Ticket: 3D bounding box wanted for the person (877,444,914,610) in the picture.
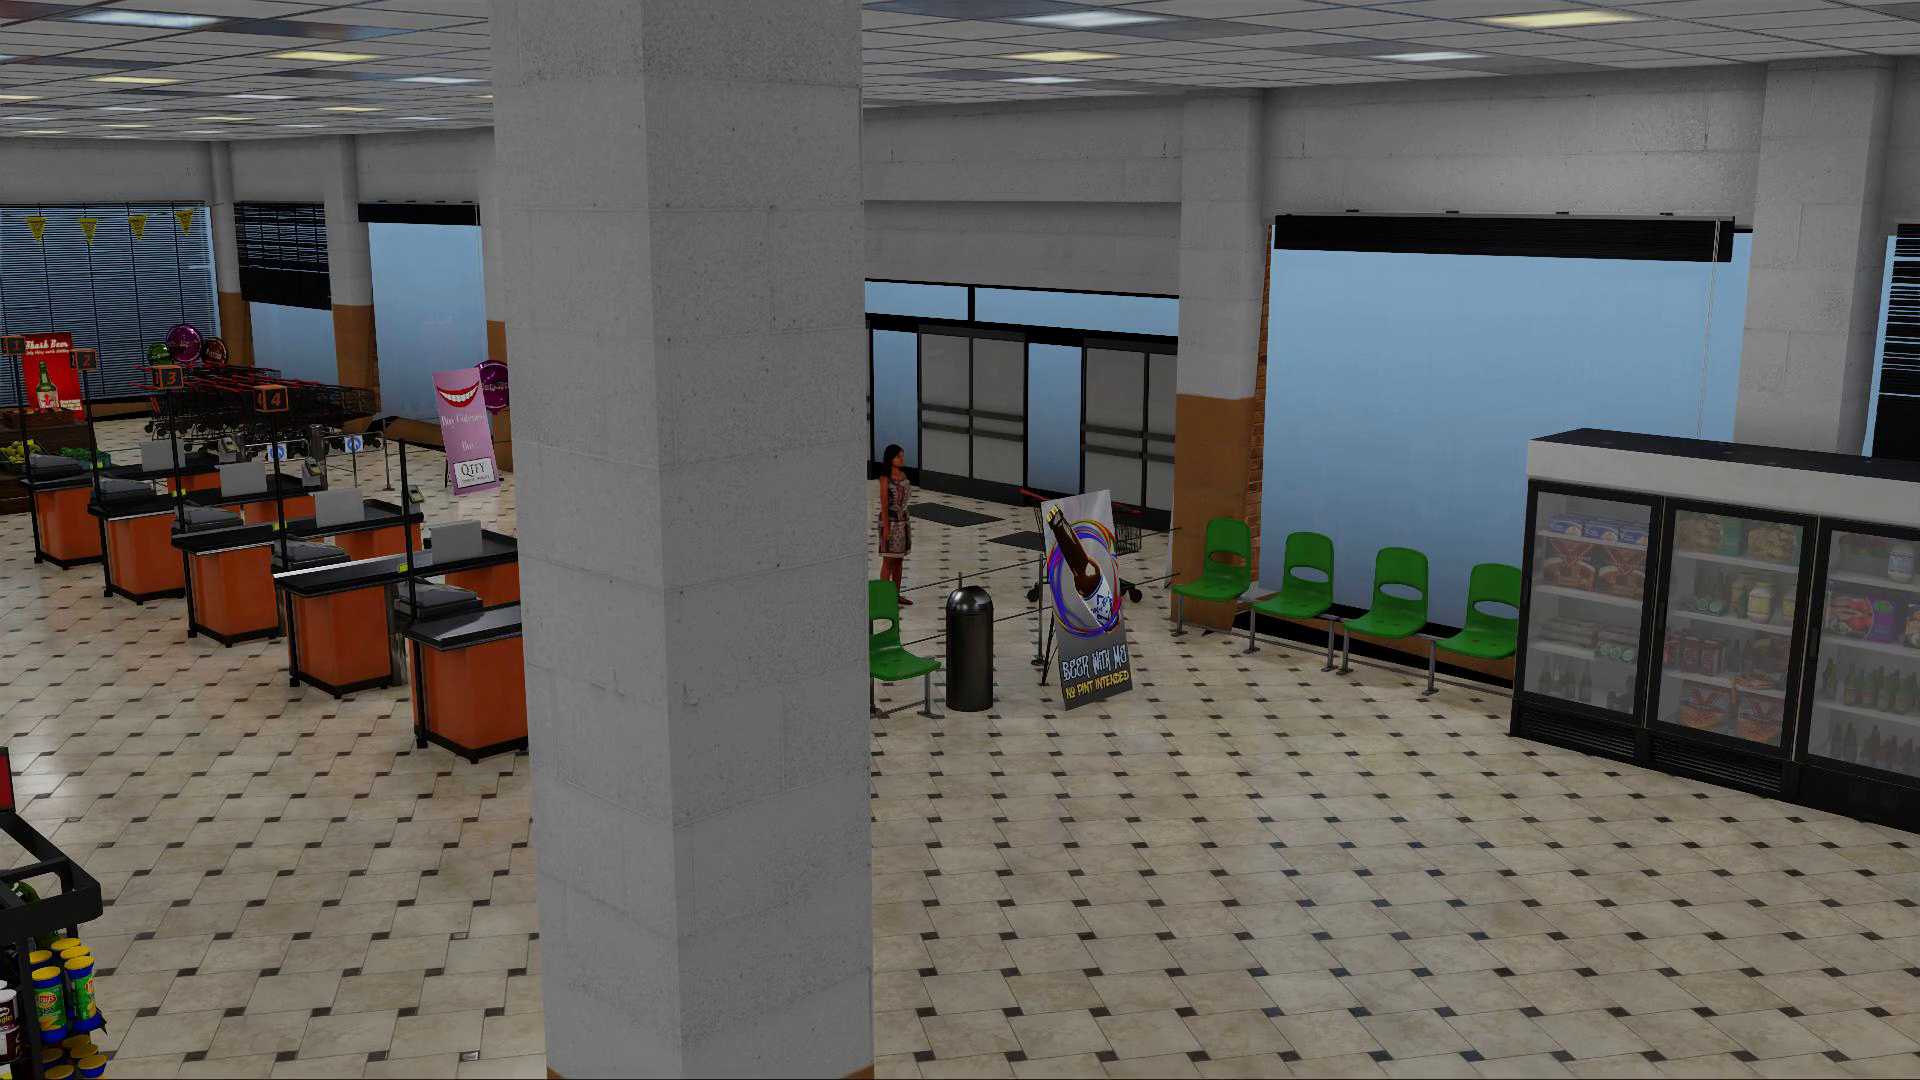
[{"bbox_3d":[-0.660,-0.145,16.647,0.764,1.645,0.569,7,14,29],"label":"person"}]
